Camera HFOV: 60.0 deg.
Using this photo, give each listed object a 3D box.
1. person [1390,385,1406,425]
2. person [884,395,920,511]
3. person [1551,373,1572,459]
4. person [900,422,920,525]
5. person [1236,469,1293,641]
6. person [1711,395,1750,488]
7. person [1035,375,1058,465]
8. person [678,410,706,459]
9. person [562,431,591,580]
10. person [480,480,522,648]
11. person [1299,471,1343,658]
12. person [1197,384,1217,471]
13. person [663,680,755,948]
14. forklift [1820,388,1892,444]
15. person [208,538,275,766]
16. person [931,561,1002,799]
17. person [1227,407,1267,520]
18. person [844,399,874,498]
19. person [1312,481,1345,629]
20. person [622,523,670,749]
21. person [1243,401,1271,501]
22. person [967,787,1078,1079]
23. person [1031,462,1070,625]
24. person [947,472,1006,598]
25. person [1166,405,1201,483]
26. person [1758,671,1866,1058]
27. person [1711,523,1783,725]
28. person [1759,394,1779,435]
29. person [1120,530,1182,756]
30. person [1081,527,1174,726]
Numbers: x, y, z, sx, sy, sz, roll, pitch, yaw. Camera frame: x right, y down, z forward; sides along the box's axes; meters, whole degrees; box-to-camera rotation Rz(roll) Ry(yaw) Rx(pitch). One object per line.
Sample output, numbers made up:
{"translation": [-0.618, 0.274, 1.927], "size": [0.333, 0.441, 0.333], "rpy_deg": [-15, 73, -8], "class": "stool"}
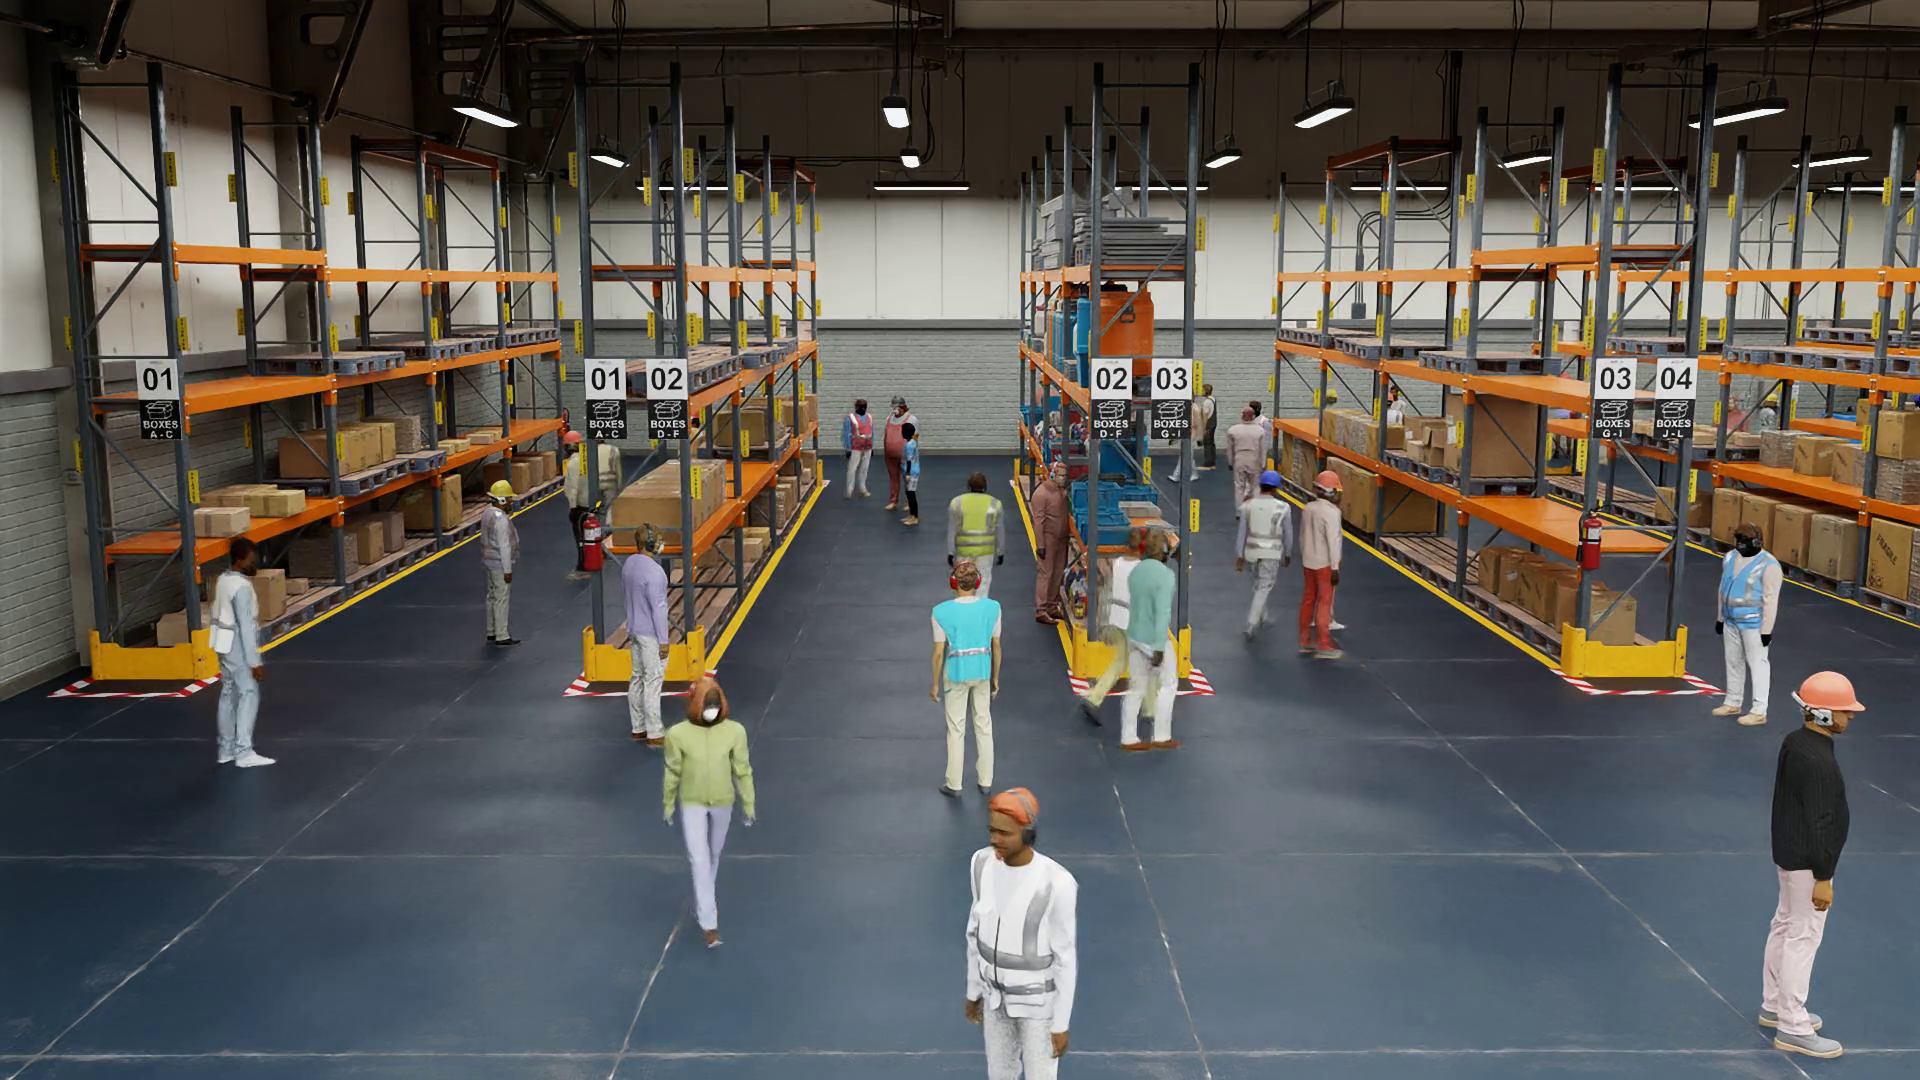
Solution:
{"translation": [8.969, -2.265, 34.320], "size": [0.333, 1.859, 0.508], "rpy_deg": [-6, 11, -36], "class": "person"}
{"translation": [-1.063, -1.517, 28.905], "size": [0.682, 2.000, 0.535], "rpy_deg": [5, 10, 29], "class": "person"}
{"translation": [13.584, -2.788, 37.442], "size": [0.543, 1.928, 0.373], "rpy_deg": [2, 9, 12], "class": "person"}
{"translation": [-0.820, -1.083, 27.243], "size": [0.321, 1.689, 0.540], "rpy_deg": [0, 9, -1], "class": "person"}
{"translation": [3.377, 0.157, 18.623], "size": [0.588, 1.908, 1.008], "rpy_deg": [6, 11, 36], "class": "person"}
{"translation": [14.226, -1.738, 30.805], "size": [0.459, 1.892, 0.656], "rpy_deg": [-9, 12, -44], "class": "person"}
{"translation": [1.853, -2.616, 36.112], "size": [0.609, 1.996, 0.383], "rpy_deg": [3, 9, 18], "class": "person"}
{"translation": [-4.306, -1.175, 27.059], "size": [0.542, 1.930, 0.374], "rpy_deg": [2, 9, 12], "class": "person"}
{"translation": [-5.169, -0.459, 22.393], "size": [0.410, 1.968, 0.733], "rpy_deg": [0, 9, 3], "class": "person"}
{"translation": [-5.024, 0.257, 18.204], "size": [0.404, 1.823, 0.591], "rpy_deg": [-6, 10, -32], "class": "person"}
{"translation": [3.852, 0.253, 17.671], "size": [0.401, 1.989, 0.623], "rpy_deg": [-3, 9, -21], "class": "person"}
{"translation": [5.239, -2.376, 35.089], "size": [0.344, 1.839, 0.506], "rpy_deg": [5, 10, 30], "class": "person"}
{"translation": [-1.498, 1.633, 10.051], "size": [0.521, 1.581, 0.847], "rpy_deg": [-4, 10, -22], "class": "person"}
{"translation": [20.072, -3.110, 36.462], "size": [1.873, 2.768, 1.129], "rpy_deg": [0, 9, 0], "class": "forklift"}
{"translation": [-5.945, 0.930, 13.671], "size": [0.401, 1.889, 0.651], "rpy_deg": [-7, 11, -37], "class": "person"}
{"translation": [0.050, 1.079, 12.826], "size": [0.563, 1.846, 0.390], "rpy_deg": [-3, 9, -19], "class": "person"}
{"translation": [4.790, -1.266, 27.751], "size": [0.656, 1.902, 0.426], "rpy_deg": [2, 9, 15], "class": "person"}
{"translation": [-1.866, -1.676, 30.659], "size": [0.707, 1.830, 0.430], "rpy_deg": [-8, 12, -41], "class": "person"}
{"translation": [4.237, 0.151, 19.131], "size": [0.325, 1.740, 0.492], "rpy_deg": [-4, 10, -26], "class": "person"}
{"translation": [-2.661, 0.813, 14.244], "size": [0.370, 1.939, 0.631], "rpy_deg": [-7, 11, -36], "class": "person"}
{"translation": [5.308, -1.599, 30.068], "size": [0.429, 1.845, 0.621], "rpy_deg": [-6, 11, -36], "class": "person"}
{"translation": [0.249, 1.958, 7.079], "size": [0.580, 1.879, 0.347], "rpy_deg": [9, 12, 44], "class": "person"}
{"translation": [1.096, 0.028, 19.449], "size": [0.401, 1.896, 0.650], "rpy_deg": [6, 11, 35], "class": "person"}
{"translation": [0.196, 0.119, 19.070], "size": [0.661, 1.823, 0.618], "rpy_deg": [1, 9, 4], "class": "person"}
{"translation": [4.427, -2.058, 32.960], "size": [1.038, 1.855, 0.625], "rpy_deg": [-7, 11, -39], "class": "person"}
{"translation": [4.419, 1.655, 8.642], "size": [0.386, 1.992, 0.624], "rpy_deg": [2, 9, 13], "class": "person"}
{"translation": [7.097, 0.751, 15.019], "size": [0.431, 1.836, 0.624], "rpy_deg": [-2, 9, -15], "class": "person"}
{"translation": [16.317, -2.088, 33.580], "size": [0.324, 1.730, 0.490], "rpy_deg": [0, 9, 1], "class": "person"}
{"translation": [1.593, 0.868, 14.050], "size": [0.665, 1.886, 0.654], "rpy_deg": [-5, 10, -29], "class": "person"}
{"translation": [1.504, 0.779, 14.877], "size": [0.855, 1.817, 0.578], "rpy_deg": [-5, 10, -28], "class": "person"}
